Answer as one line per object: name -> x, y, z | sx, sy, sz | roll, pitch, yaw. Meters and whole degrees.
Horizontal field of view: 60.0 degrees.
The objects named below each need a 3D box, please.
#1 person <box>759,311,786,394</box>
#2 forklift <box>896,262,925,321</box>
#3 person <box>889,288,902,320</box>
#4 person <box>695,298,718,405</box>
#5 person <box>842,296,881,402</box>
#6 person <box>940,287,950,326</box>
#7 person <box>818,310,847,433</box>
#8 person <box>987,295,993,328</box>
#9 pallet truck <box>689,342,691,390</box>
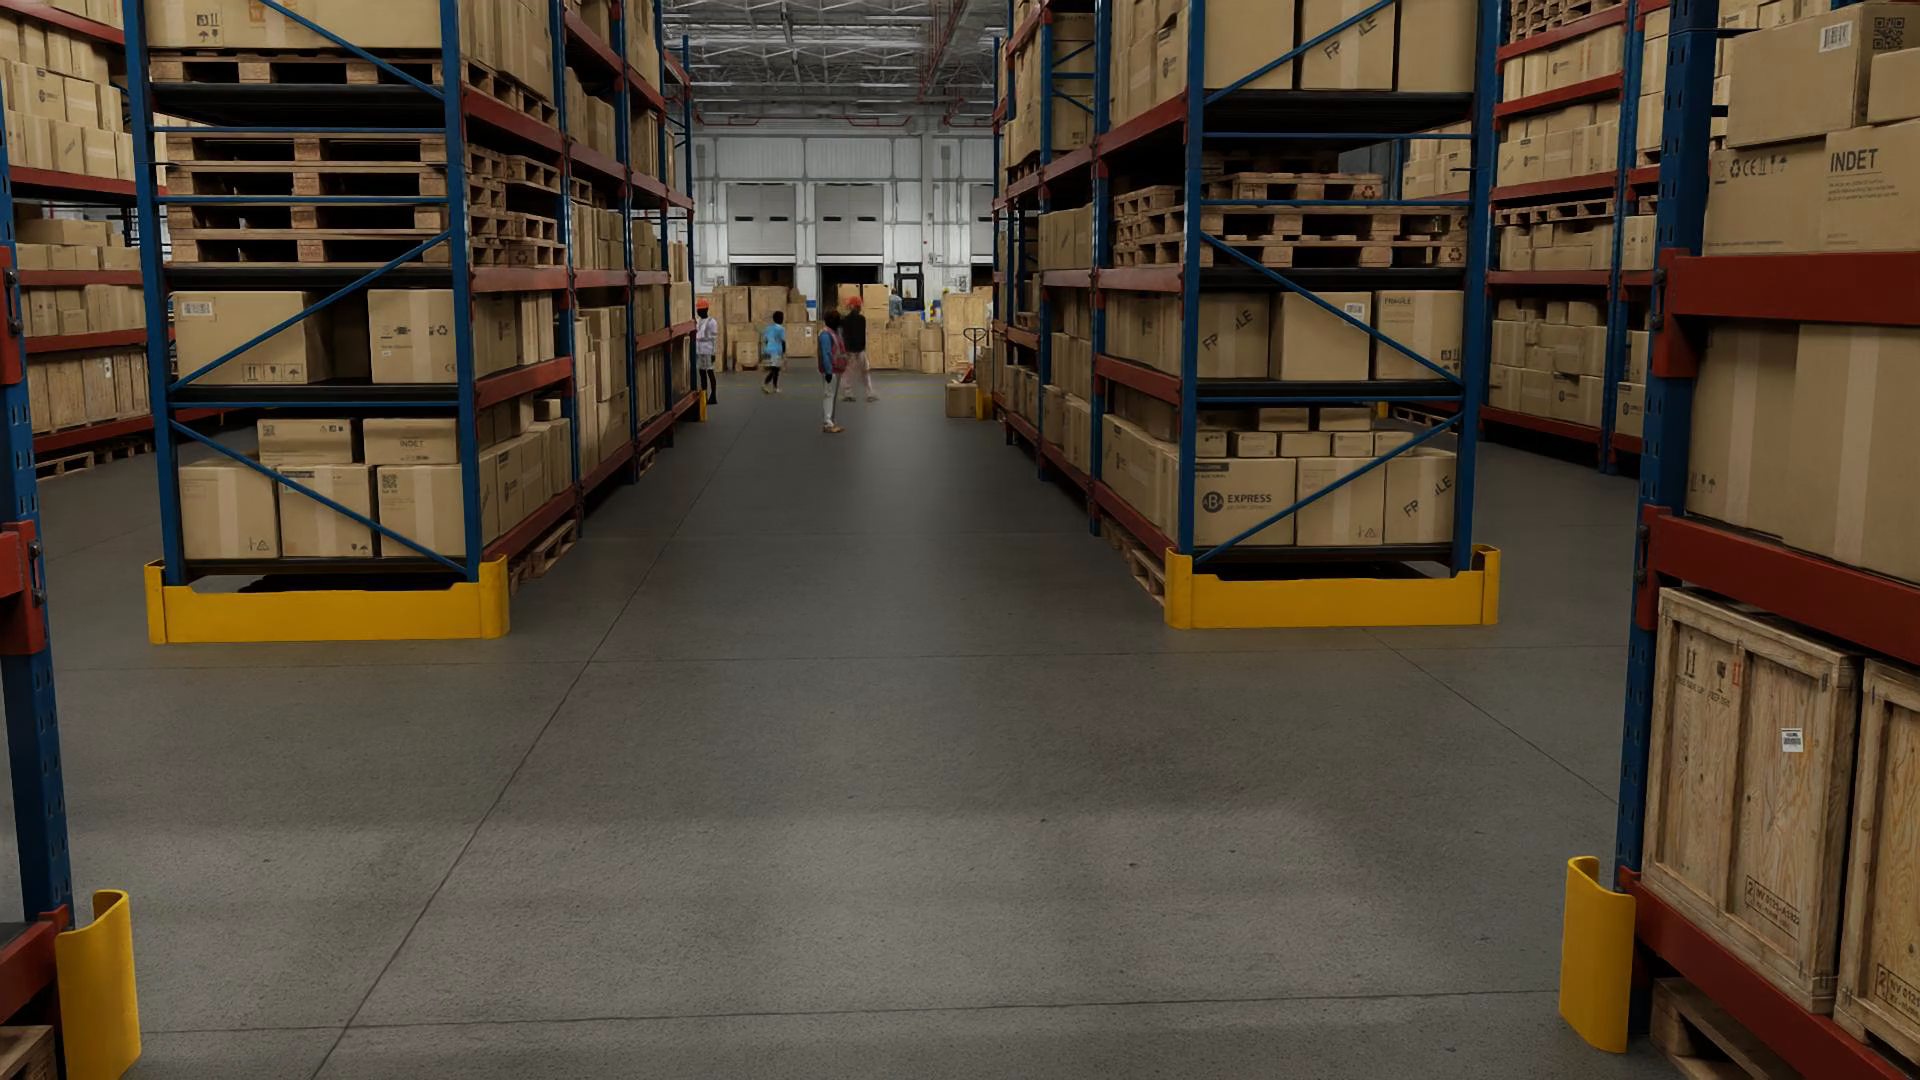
person -> -3.745, -3.709, 32.937 | 0.544, 1.666, 0.657 | 9, 12, 43
forklift -> -1.829, -8.659, 60.204 | 1.129, 2.768, 1.873 | -1, 9, -4
person -> -2.304, -7.828, 57.978 | 0.634, 1.929, 0.381 | 3, 10, 20
person -> -4.666, -3.433, 30.344 | 0.550, 1.933, 0.374 | 8, 12, 42
person -> -1.846, -3.507, 30.701 | 0.903, 1.961, 0.659 | 8, 12, 41
person -> -0.605, -9.081, 65.912 | 0.791, 1.906, 0.590 | 6, 11, 34
person -> -1.905, -2.524, 24.933 | 0.429, 1.842, 0.637 | 1, 9, 7
person -> 0.967, -5.537, 43.544 | 0.628, 1.939, 0.375 | 0, 9, 3
pallet truck -> -5.225, -3.008, 27.480 | 1.885, 1.965, 0.823 | 2, 9, 14
